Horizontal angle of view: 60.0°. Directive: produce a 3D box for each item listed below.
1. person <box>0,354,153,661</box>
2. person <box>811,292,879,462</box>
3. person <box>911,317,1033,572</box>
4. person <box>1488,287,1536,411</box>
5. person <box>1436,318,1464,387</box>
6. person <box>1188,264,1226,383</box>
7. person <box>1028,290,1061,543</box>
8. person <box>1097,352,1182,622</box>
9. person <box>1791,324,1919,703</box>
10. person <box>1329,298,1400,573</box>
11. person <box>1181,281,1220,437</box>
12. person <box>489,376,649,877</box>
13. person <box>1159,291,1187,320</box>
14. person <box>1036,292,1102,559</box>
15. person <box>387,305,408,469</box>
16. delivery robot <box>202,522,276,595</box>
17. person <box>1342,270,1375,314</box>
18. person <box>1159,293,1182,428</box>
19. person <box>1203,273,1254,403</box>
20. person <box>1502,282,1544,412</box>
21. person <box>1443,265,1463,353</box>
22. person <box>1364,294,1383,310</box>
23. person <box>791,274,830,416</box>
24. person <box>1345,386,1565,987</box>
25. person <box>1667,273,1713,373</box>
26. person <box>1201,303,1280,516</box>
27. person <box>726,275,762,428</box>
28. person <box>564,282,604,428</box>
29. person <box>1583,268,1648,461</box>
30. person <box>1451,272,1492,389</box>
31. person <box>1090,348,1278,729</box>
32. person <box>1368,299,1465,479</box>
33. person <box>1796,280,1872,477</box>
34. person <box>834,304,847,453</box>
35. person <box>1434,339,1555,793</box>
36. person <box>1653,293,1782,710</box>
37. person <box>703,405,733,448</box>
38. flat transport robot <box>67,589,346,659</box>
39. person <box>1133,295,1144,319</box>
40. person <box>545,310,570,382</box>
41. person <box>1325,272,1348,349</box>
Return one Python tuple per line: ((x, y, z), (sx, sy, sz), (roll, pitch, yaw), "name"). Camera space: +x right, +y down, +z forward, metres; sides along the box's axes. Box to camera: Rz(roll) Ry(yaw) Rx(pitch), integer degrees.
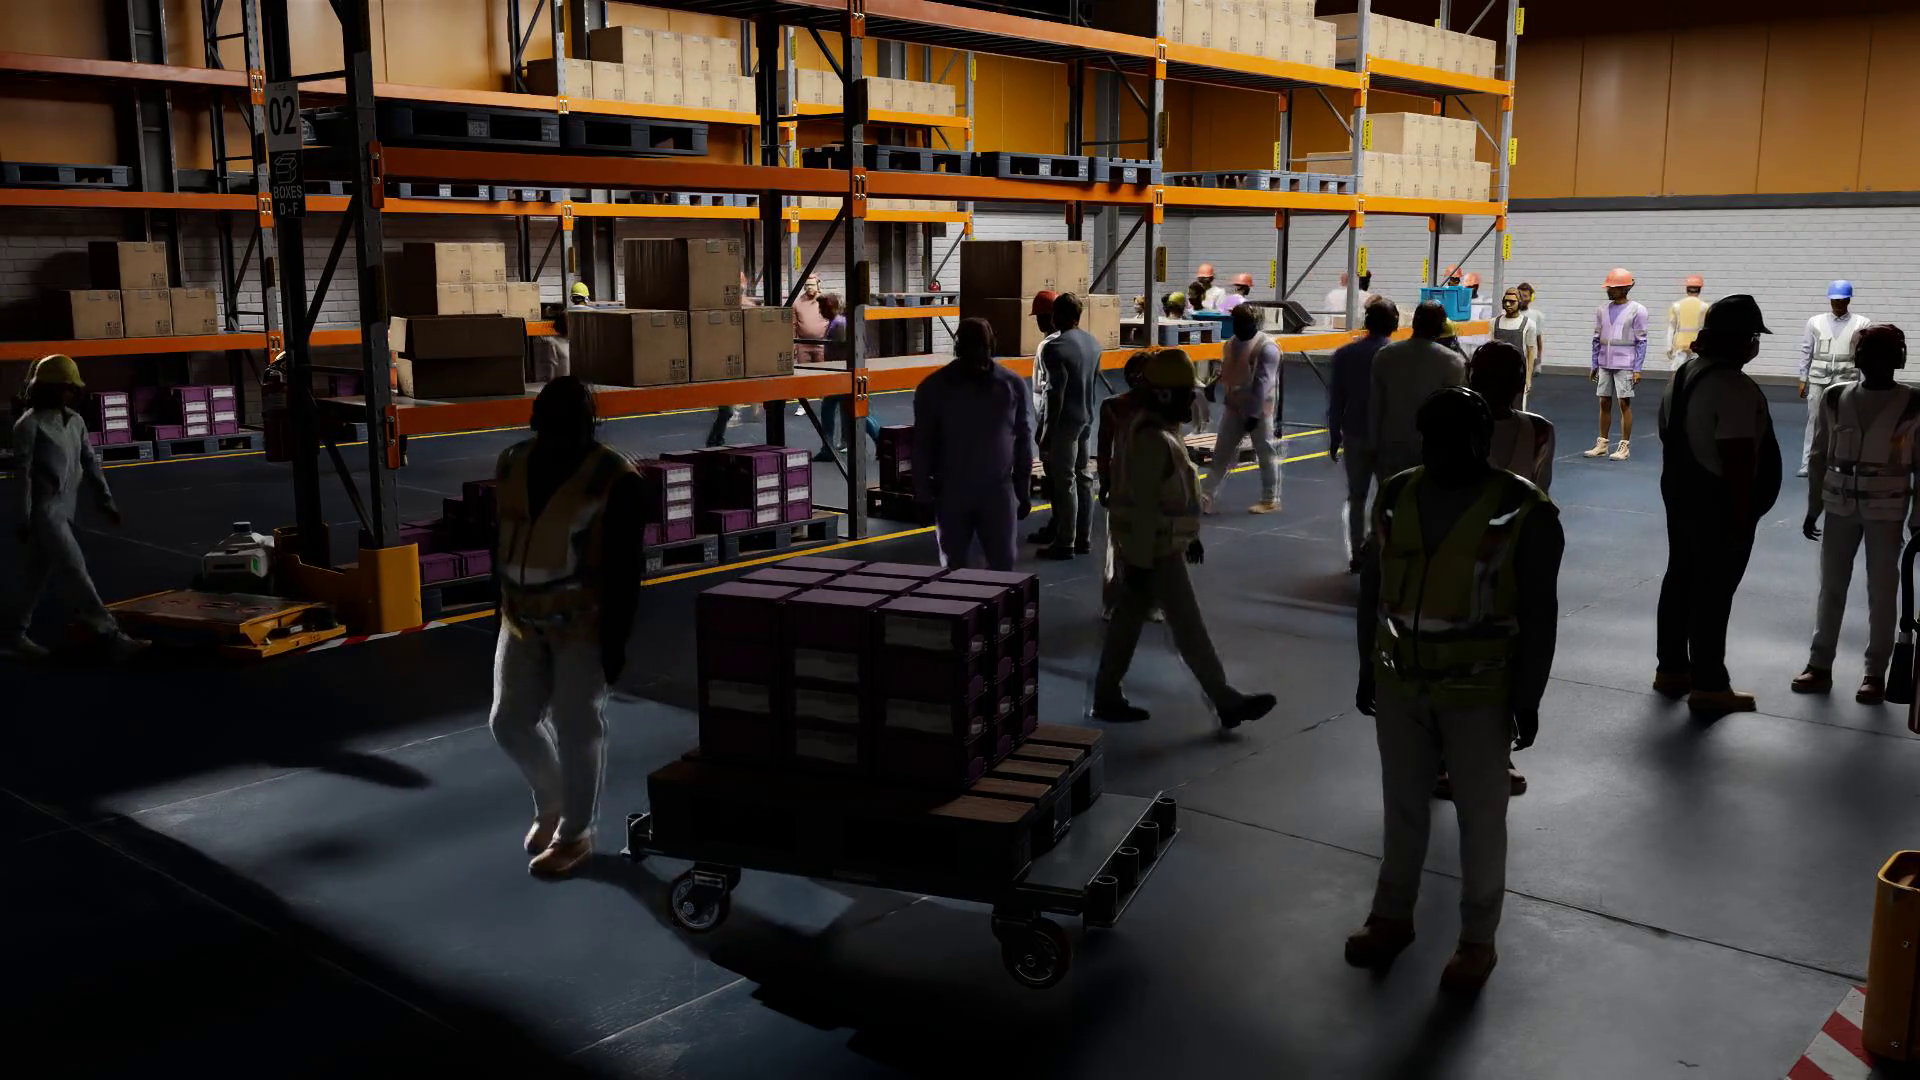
((-4.879, -0.167, 9.039), (0.932, 1.678, 0.506), (1, 10, 4), "person")
((-1.193, -1.722, 17.602), (0.848, 1.797, 0.667), (-3, 10, -17), "person")
((0.075, -0.250, 8.952), (0.686, 1.881, 0.663), (-1, 10, -7), "person")
((5.744, -1.715, 17.429), (0.504, 1.847, 0.345), (7, 12, 33), "person")
((3.550, -0.808, 12.493), (0.387, 1.752, 0.554), (-3, 10, -18), "person")
((3.795, -3.253, 25.761), (0.613, 1.991, 0.950), (4, 11, 20), "person")
((0.689, -0.938, 12.748), (0.373, 1.932, 0.549), (4, 11, 22), "person")
((1.081, -0.317, 10.051), (0.515, 1.641, 0.315), (1, 10, 4), "person")
((4.526, -0.134, 8.318), (0.359, 1.883, 0.573), (-9, 13, -42), "person")
((2.829, -0.695, 11.409), (0.665, 1.918, 0.530), (6, 11, 29), "person")
((2.802, -2.120, 19.685), (0.552, 1.861, 0.423), (8, 13, 40), "person")
((-1.431, 0.317, 5.959), (0.677, 1.812, 0.436), (4, 11, 23), "person")
((2.471, -2.054, 19.704), (0.538, 1.780, 0.534), (9, 14, 42), "person")
((0.783, -0.829, 12.116), (0.372, 1.940, 0.631), (7, 12, 34), "person")
((-5.849, -1.567, 17.011), (0.318, 1.696, 0.533), (0, 10, 2), "person")
((-4.446, 0.129, 10.336), (0.477, 0.478, 0.707), (-2, 10, -9), "delivery robot")
((6.081, -3.159, 25.400), (0.608, 1.942, 0.835), (8, 13, 39), "person")
((2.611, -2.228, 20.782), (0.531, 1.693, 0.320), (7, 12, 33), "person")
((3.953, -2.922, 24.144), (0.815, 1.908, 0.539), (-6, 12, -30), "person")
((6.762, -2.181, 20.080), (0.536, 1.849, 0.628), (7, 12, 33), "person")
((7.399, -3.144, 25.136), (0.611, 1.995, 0.375), (-5, 11, -26), "person")
((5.647, -2.600, 23.110), (0.407, 1.614, 0.547), (-1, 10, -4), "person")
((-1.974, -2.612, 22.362), (0.652, 1.906, 0.402), (1, 10, 3), "person")
((1.496, 0.445, 5.139), (0.634, 1.841, 0.429), (9, 14, 42), "person")
((9.797, -2.617, 22.373), (0.555, 1.922, 0.616), (7, 12, 34), "person")
((2.338, -1.071, 13.924), (0.960, 1.785, 0.629), (-7, 12, -36), "person")
((-2.805, -2.427, 21.107), (0.626, 1.978, 0.738), (9, 13, 42), "person")
((-4.756, -2.322, 20.958), (0.595, 1.827, 0.403), (3, 10, 14), "person")
((6.972, -1.861, 17.703), (0.384, 2.039, 0.614), (-6, 12, -32), "person")
((7.181, -2.799, 23.388), (0.563, 1.919, 0.426), (7, 12, 34), "person")
((1.050, 0.003, 7.802), (0.918, 1.789, 0.596), (1, 10, 4), "person")
((2.985, -0.596, 10.935), (0.657, 1.945, 0.428), (7, 12, 36), "person")
((8.541, -1.562, 16.266), (0.615, 1.945, 0.404), (6, 12, 33), "person")
((-1.260, -1.781, 18.390), (0.307, 1.639, 0.525), (-4, 11, -20), "person")
((2.178, 0.115, 6.898), (0.586, 1.882, 0.342), (-2, 10, -9), "person")
((3.774, -0.200, 8.245), (0.535, 2.000, 0.684), (0, 10, -3), "person")
((-2.569, -1.685, 17.910), (0.402, 1.613, 0.551), (0, 10, -1), "person")
((-4.310, 0.462, 9.511), (1.431, 0.197, 0.652), (4, 11, 21), "flat transport robot")
((2.417, -2.415, 22.000), (0.314, 1.639, 0.517), (-4, 11, -22), "person")
((-4.085, -1.566, 17.194), (0.403, 1.618, 0.528), (6, 12, 31), "person")
((6.352, -3.472, 27.402), (0.658, 1.863, 0.963), (8, 13, 40), "person")
